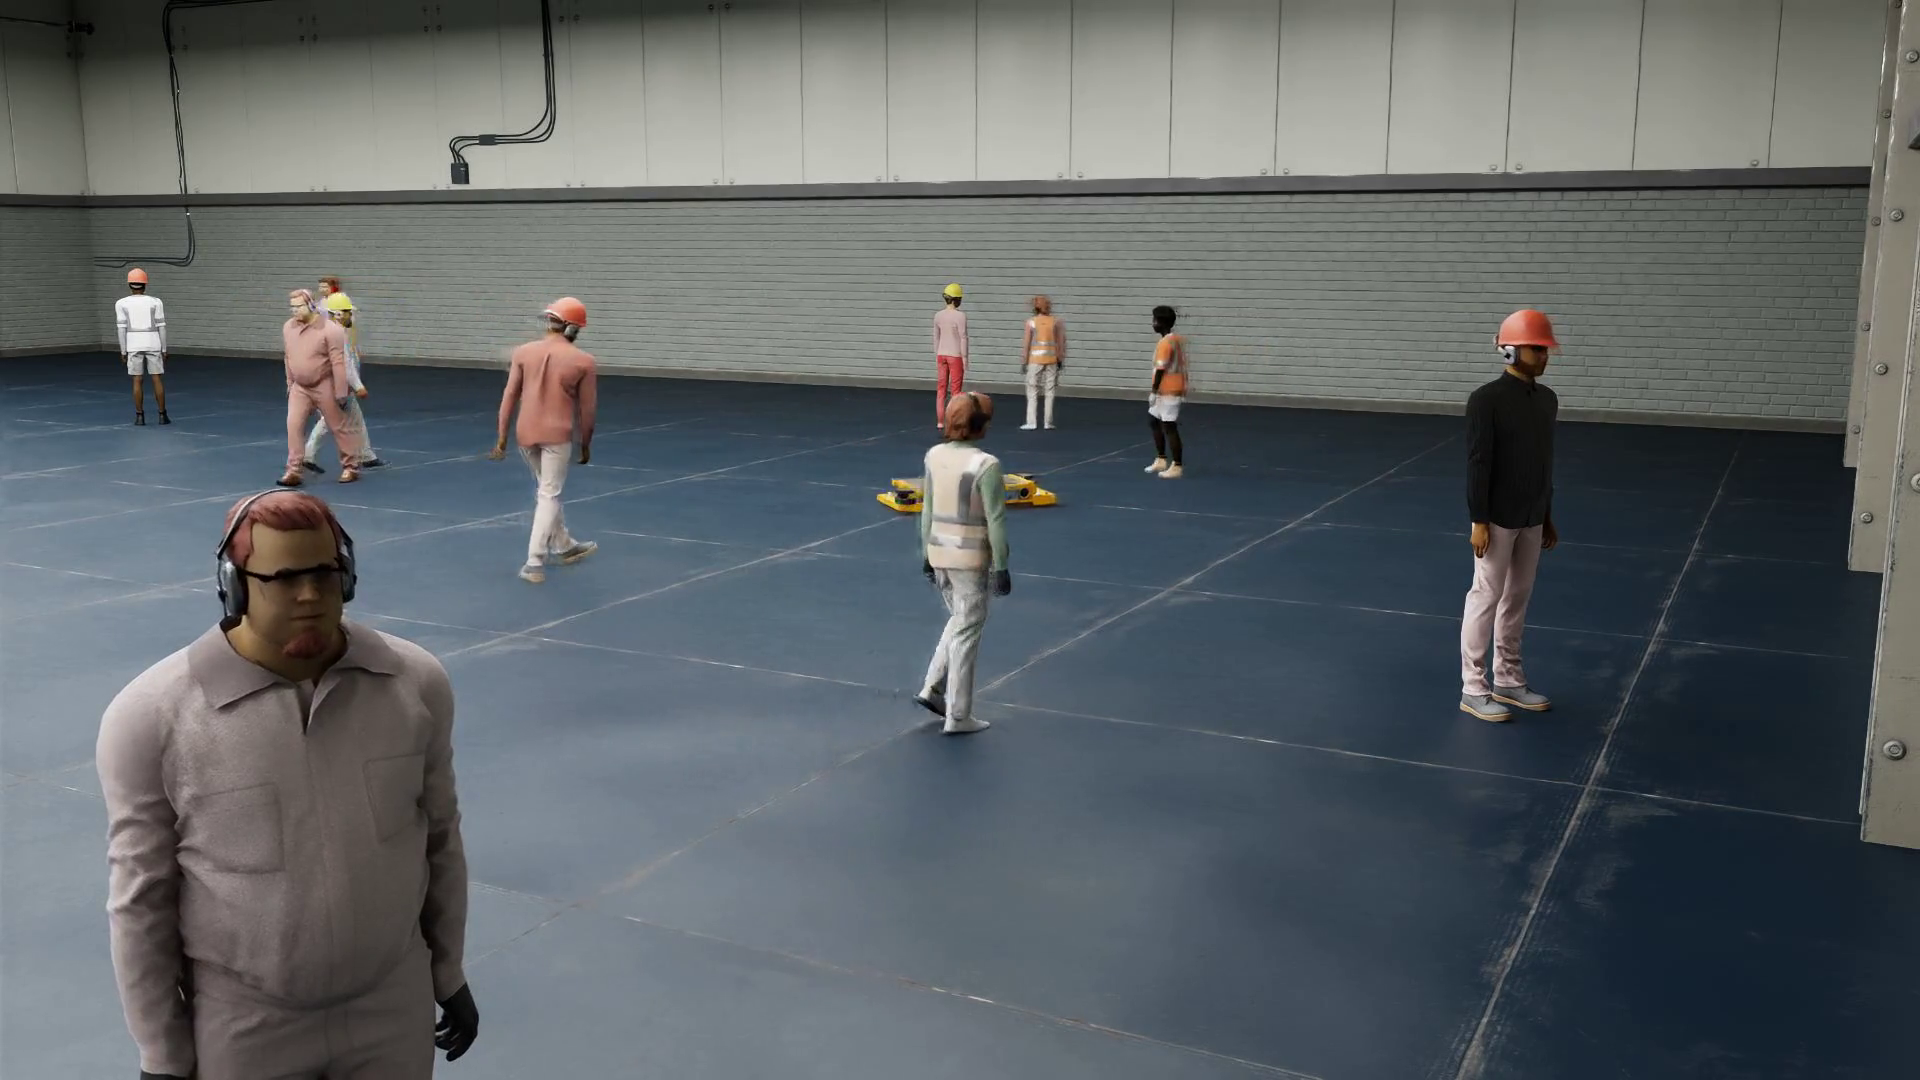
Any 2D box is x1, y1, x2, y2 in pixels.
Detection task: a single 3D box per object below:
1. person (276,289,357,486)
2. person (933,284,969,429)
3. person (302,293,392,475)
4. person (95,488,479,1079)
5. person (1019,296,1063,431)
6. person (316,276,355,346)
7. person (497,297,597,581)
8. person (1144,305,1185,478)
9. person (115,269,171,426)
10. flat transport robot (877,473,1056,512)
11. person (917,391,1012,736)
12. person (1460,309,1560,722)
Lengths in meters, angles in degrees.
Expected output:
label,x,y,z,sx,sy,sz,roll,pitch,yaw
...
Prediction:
label,x,y,z,sx,sy,sz,roll,pitch,yaw
person,-6.072,-1.411,15.572,0.656,1.848,0.937,3,11,15
person,-0.095,-2.212,20.152,0.525,1.769,0.327,10,14,43
person,-6.181,-1.542,16.451,0.911,1.796,0.589,-4,11,-23
person,-1.191,0.851,3.069,0.643,1.909,0.411,-9,14,-40
person,0.981,-2.115,20.044,0.592,1.619,0.327,-4,11,-19
person,-8.088,-2.466,21.380,0.617,1.821,0.666,7,12,32
person,-2.850,-0.713,11.581,0.639,1.926,0.865,3,11,17
person,1.953,-1.431,16.151,0.560,1.675,0.543,3,11,14
person,-10.126,-2.385,20.624,0.542,1.939,0.364,-5,11,-23
flat transport robot,0.052,-0.421,14.470,1.431,0.197,0.652,-4,11,-19
person,0.030,0.117,7.845,0.380,1.629,0.532,-8,13,-37
person,2.702,-0.124,8.138,0.612,1.997,0.376,-7,13,-35
